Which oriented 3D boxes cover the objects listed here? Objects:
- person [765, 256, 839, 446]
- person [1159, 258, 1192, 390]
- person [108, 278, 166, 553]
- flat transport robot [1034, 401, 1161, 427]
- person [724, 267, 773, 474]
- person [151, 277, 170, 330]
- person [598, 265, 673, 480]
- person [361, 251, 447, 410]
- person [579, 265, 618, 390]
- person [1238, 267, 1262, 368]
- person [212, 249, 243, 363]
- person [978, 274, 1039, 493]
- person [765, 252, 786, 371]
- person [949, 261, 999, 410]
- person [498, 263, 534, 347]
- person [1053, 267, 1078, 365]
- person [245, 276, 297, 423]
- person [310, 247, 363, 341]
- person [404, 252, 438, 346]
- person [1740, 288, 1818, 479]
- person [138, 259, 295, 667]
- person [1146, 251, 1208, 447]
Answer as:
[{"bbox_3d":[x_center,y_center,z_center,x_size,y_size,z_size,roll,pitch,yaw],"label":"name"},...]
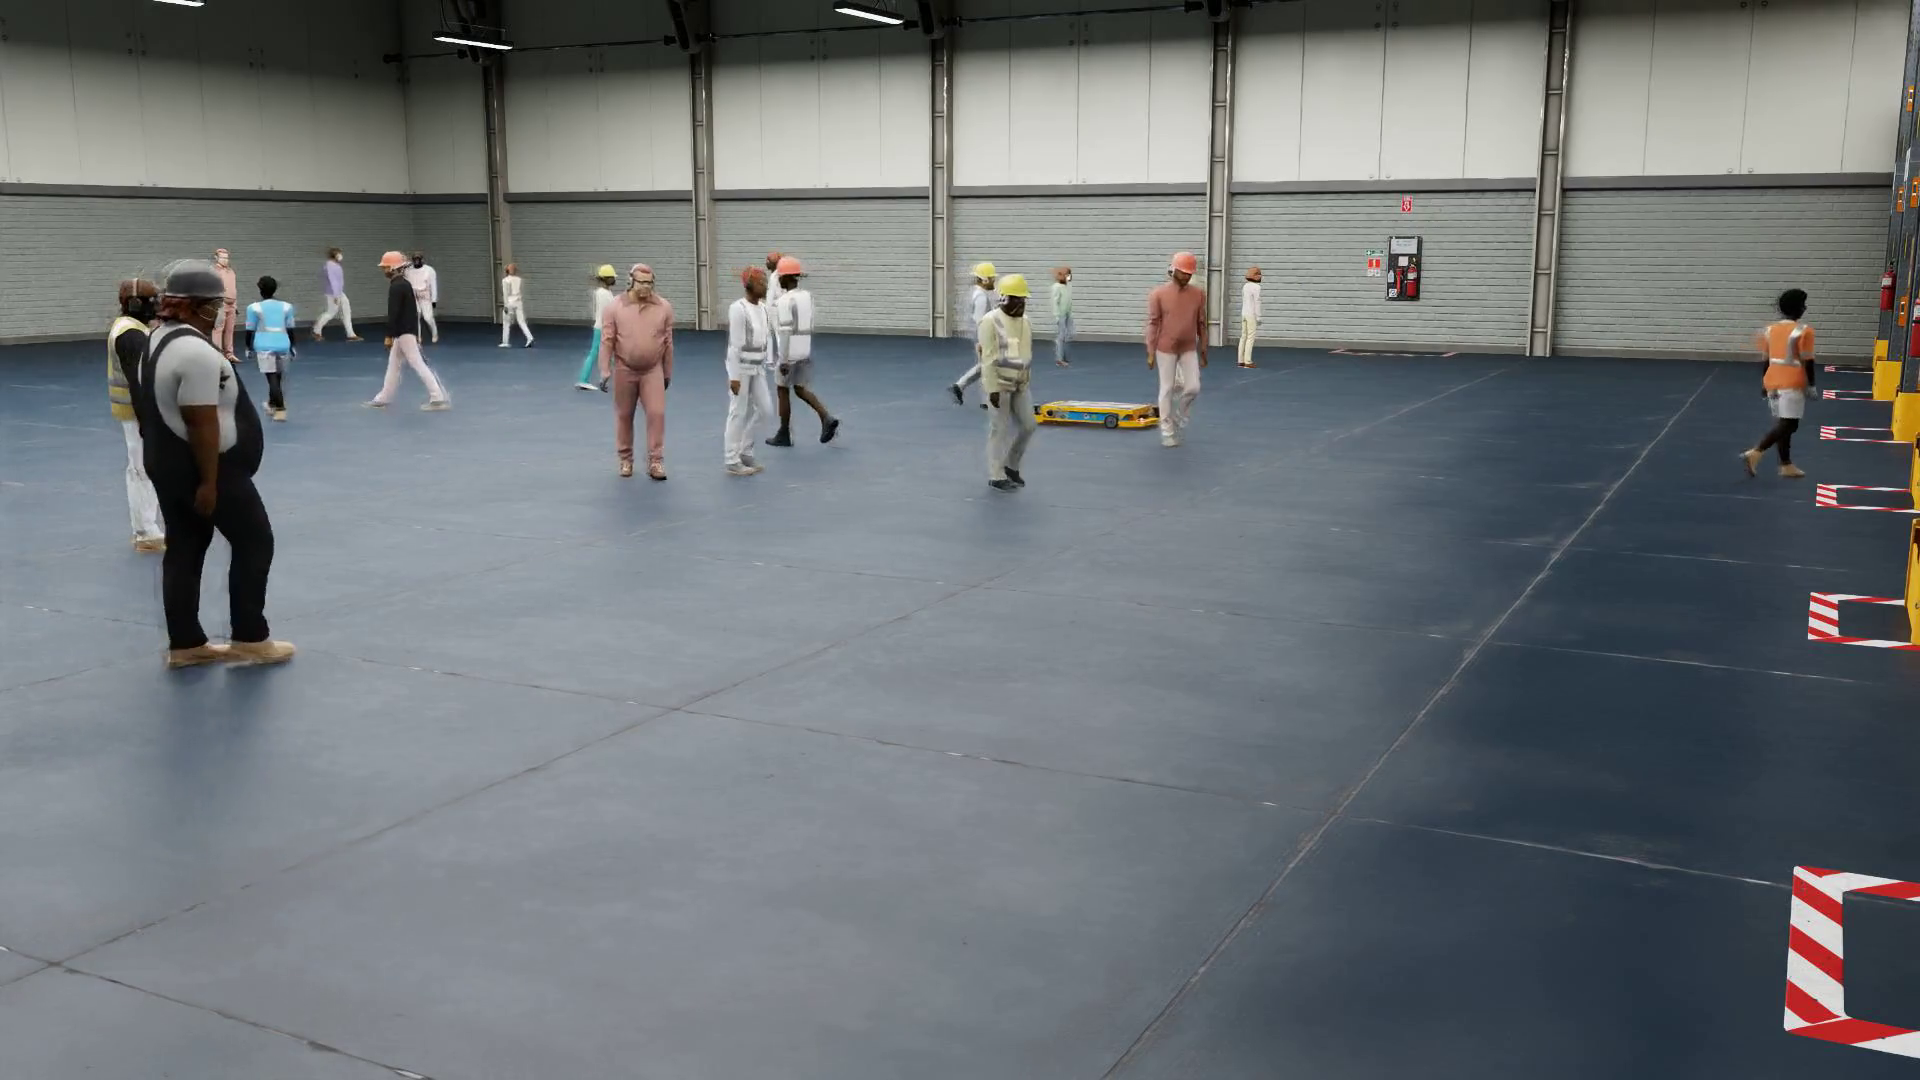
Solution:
[{"bbox_3d":[-1.624,-1.879,16.704,0.723,1.922,0.560,6,12,28],"label":"person"},{"bbox_3d":[2.941,-2.972,22.933,0.559,1.823,0.651,2,11,10],"label":"person"},{"bbox_3d":[-5.495,-0.836,11.236,0.429,1.842,0.630,-5,12,-27],"label":"person"},{"bbox_3d":[1.529,-1.431,18.766,1.431,0.197,0.652,5,12,27],"label":"flat transport robot"},{"bbox_3d":[-1.899,-1.499,14.850,0.479,1.854,0.582,5,11,24],"label":"person"},{"bbox_3d":[-8.366,-1.965,17.695,0.861,1.728,0.521,9,14,40],"label":"person"},{"bbox_3d":[-2.818,-1.451,14.510,0.689,1.863,0.883,-4,11,-19],"label":"person"},{"bbox_3d":[-6.767,-2.525,20.205,1.041,1.938,0.637,-1,10,-8],"label":"person"},{"bbox_3d":[-4.847,-2.911,22.878,0.934,1.717,0.540,1,10,4],"label":"person"},{"bbox_3d":[4.694,-3.584,26.830,0.304,1.627,0.497,-3,11,-16],"label":"person"},{"bbox_3d":[-12.239,-3.881,27.685,0.401,1.901,0.642,3,11,15],"label":"person"},{"bbox_3d":[0.399,-1.290,13.790,0.589,1.811,0.425,-9,14,-41],"label":"person"},{"bbox_3d":[-2.974,-3.551,25.988,0.730,1.858,0.586,-1,10,-4],"label":"person"},{"bbox_3d":[0.223,-2.468,20.204,0.600,1.816,0.612,-1,10,-5],"label":"person"},{"bbox_3d":[-8.467,-4.459,31.628,0.781,1.609,0.520,6,12,30],"label":"person"},{"bbox_3d":[1.725,-3.677,27.332,0.353,1.617,0.520,8,13,38],"label":"person"},{"bbox_3d":[-7.964,-2.196,19.134,0.843,1.648,0.552,9,14,42],"label":"person"},{"bbox_3d":[-12.593,-4.928,33.402,0.963,1.904,0.643,-1,10,-5],"label":"person"},{"bbox_3d":[-10.369,-4.641,32.059,0.632,1.821,0.713,0,10,2],"label":"person"},{"bbox_3d":[7.118,-1.343,14.426,0.727,1.678,0.533,-2,11,-12],"label":"person"},{"bbox_3d":[-3.668,-0.386,8.236,0.687,2.000,0.674,10,14,43],"label":"person"},{"bbox_3d":[2.193,-1.909,16.740,0.670,1.961,0.480,-2,11,-13],"label":"person"}]
